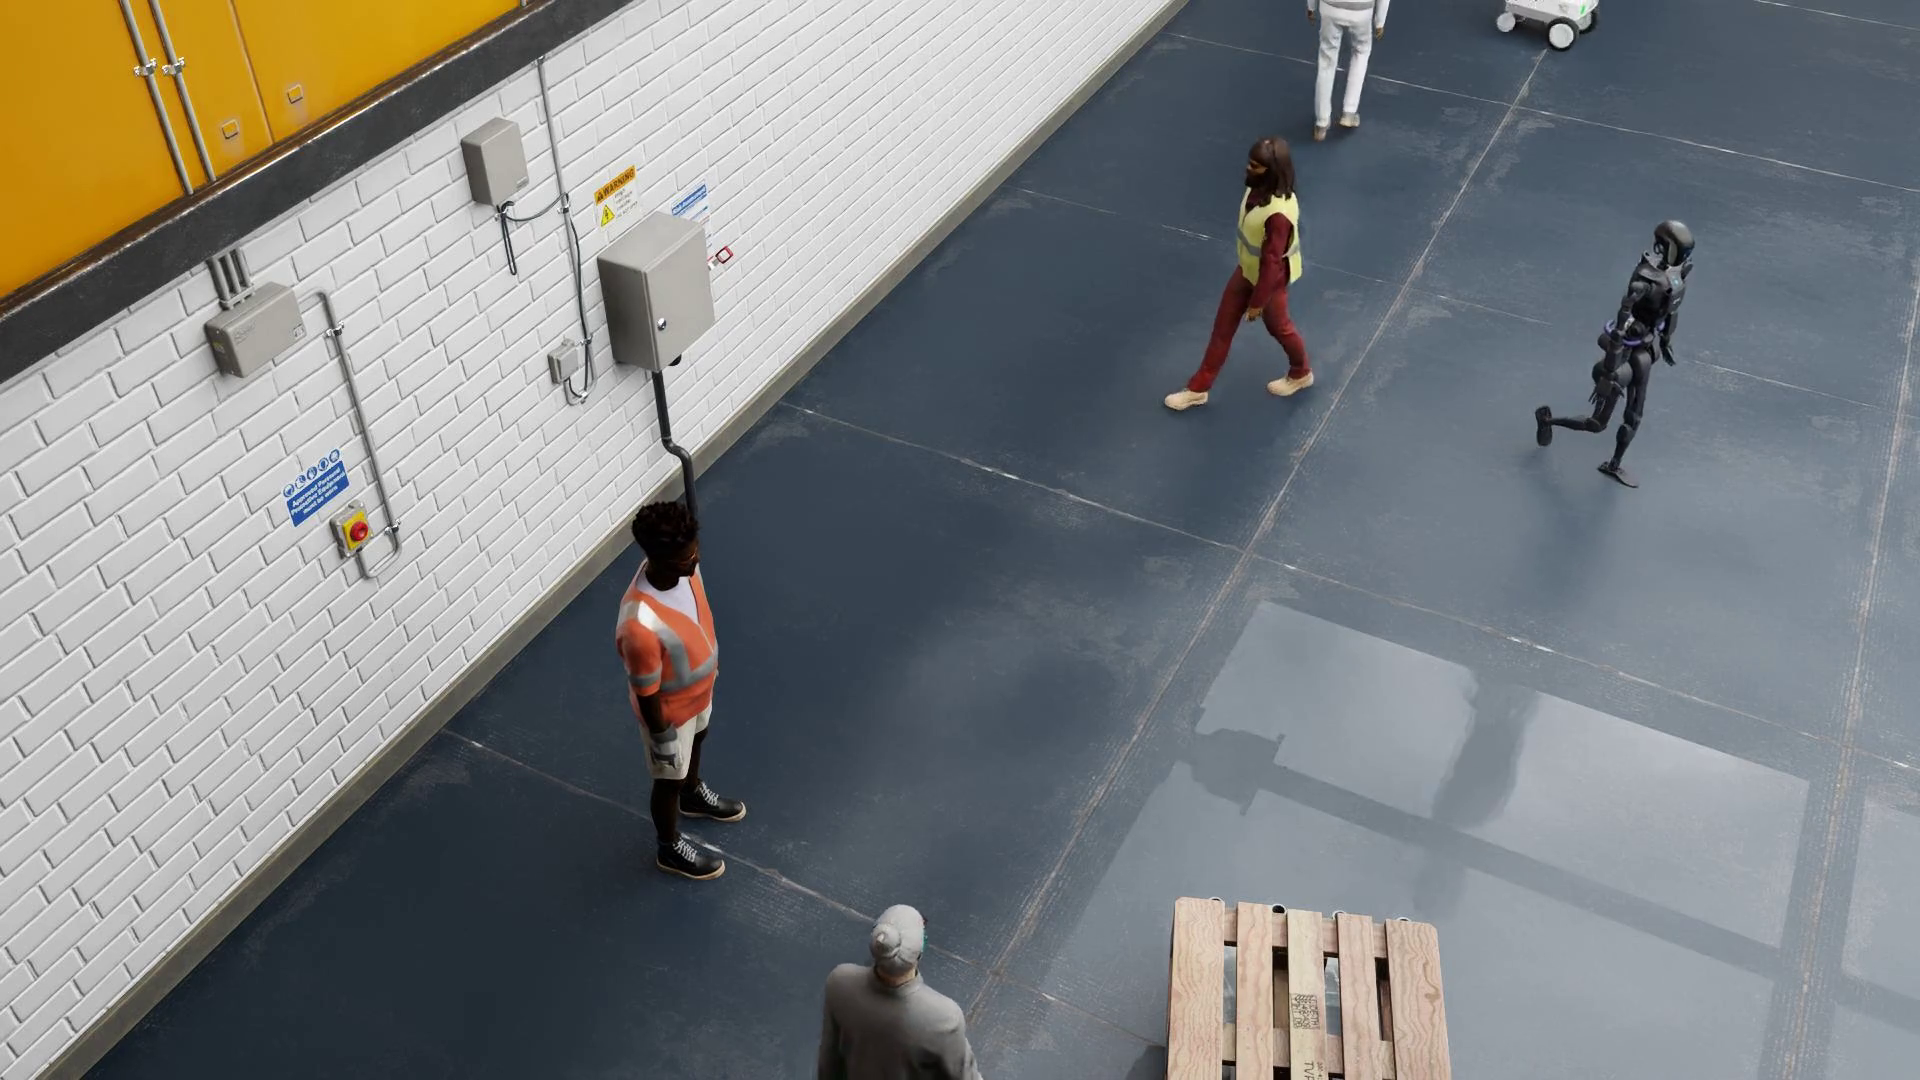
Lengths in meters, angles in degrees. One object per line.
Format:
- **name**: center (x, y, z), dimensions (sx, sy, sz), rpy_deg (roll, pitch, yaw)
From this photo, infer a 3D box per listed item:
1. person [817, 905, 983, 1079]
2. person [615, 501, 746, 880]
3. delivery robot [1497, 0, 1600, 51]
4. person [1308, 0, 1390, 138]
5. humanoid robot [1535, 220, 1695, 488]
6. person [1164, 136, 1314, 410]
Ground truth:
- **person**: center (-0.186, 1.804, 5.584), dimensions (0.540, 1.790, 0.971), rpy_deg (18, 44, 19)
- **person**: center (-1.156, 0.616, 6.838), dimensions (0.381, 1.955, 0.600), rpy_deg (7, 41, 8)
- **delivery robot**: center (4.885, -4.416, 13.745), dimensions (0.807, 0.603, 0.499), rpy_deg (27, 48, 28)
- **person**: center (2.806, -3.842, 12.068), dimensions (0.581, 1.866, 0.494), rpy_deg (10, 42, 12)
- **humanoid robot**: center (3.587, -1.056, 9.002), dimensions (0.608, 1.635, 0.635), rpy_deg (-27, 48, -28)
- **person**: center (1.720, -1.498, 9.467), dimensions (0.946, 1.719, 0.481), rpy_deg (-11, 42, -12)
